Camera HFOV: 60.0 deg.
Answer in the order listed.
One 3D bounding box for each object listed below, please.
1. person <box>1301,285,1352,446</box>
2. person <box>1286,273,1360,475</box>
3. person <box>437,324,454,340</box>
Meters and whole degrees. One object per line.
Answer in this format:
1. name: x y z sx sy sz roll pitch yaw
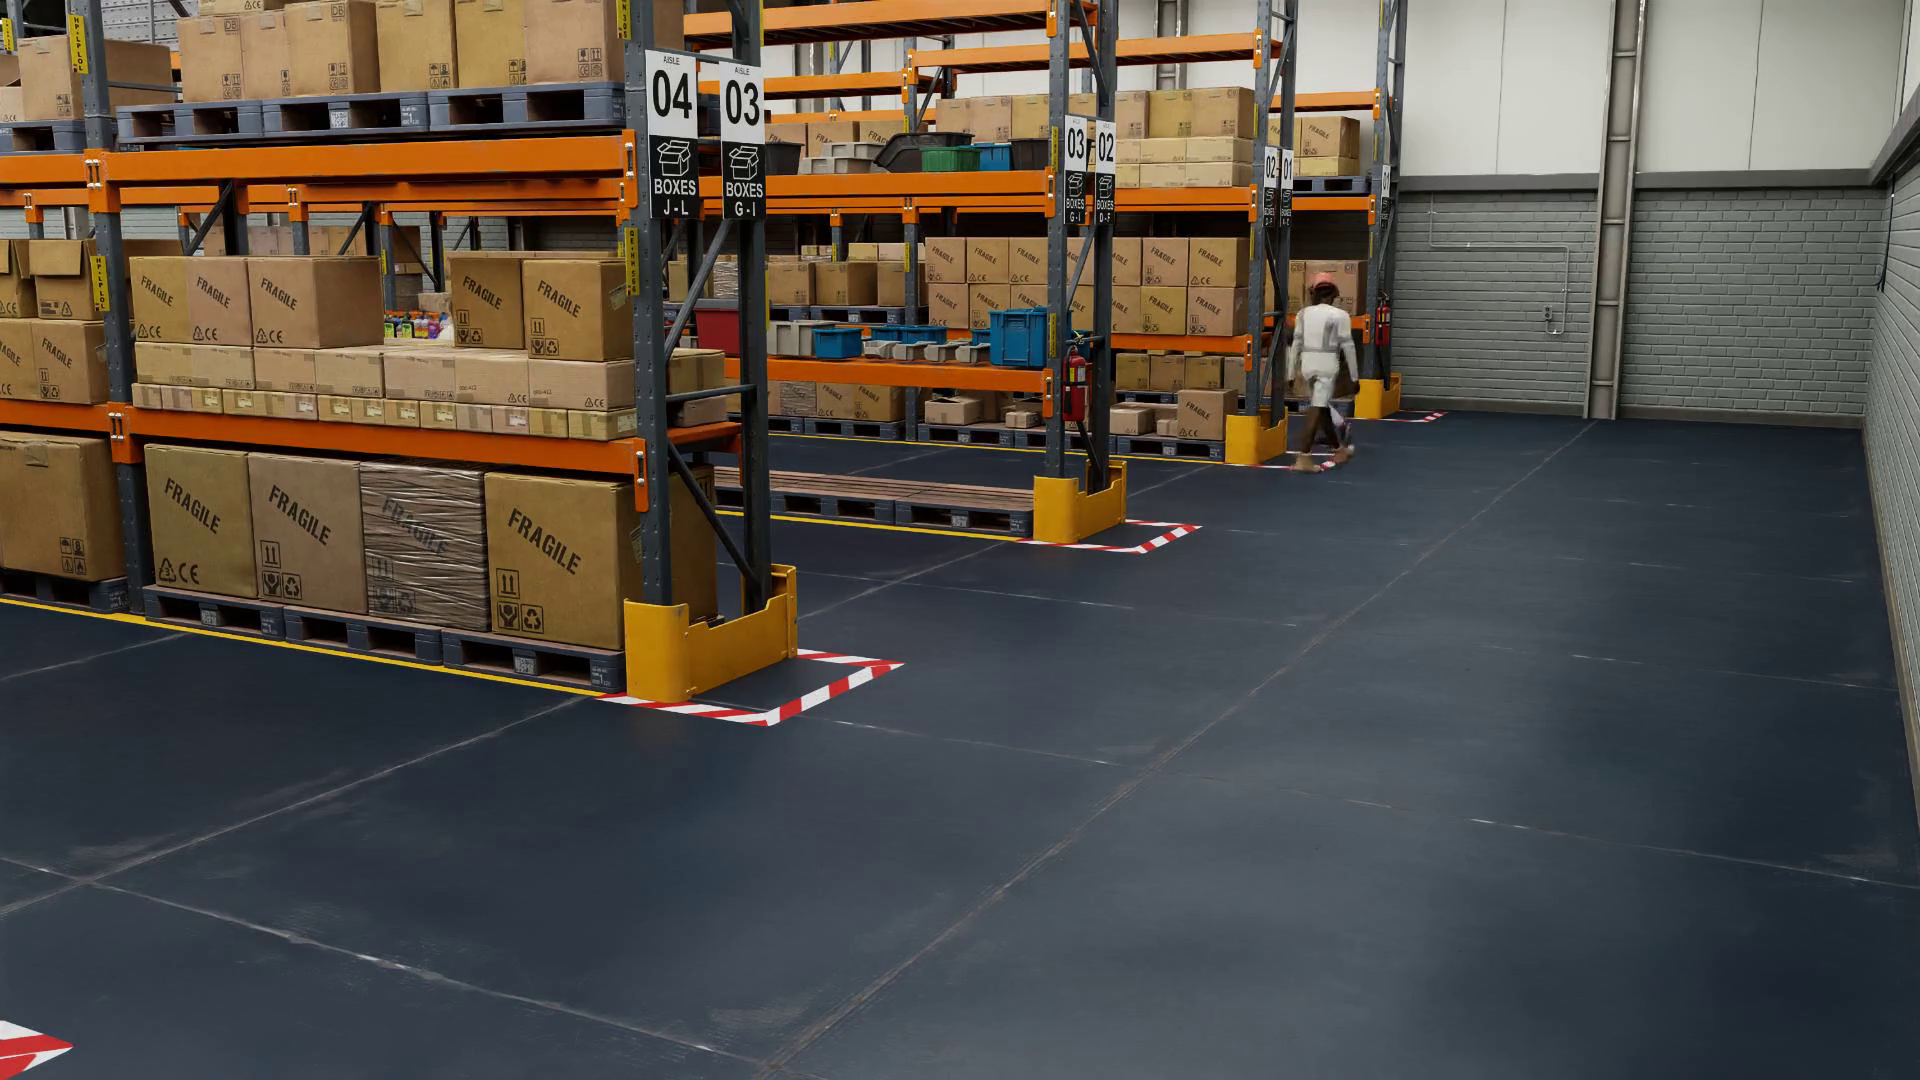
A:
1. person: 4.089 -1.916 18.357 0.557 1.839 0.697 -7 13 -34
2. person: 3.677 -1.664 16.592 1.081 1.963 0.663 -8 13 -36
3. person: -4.172 -1.122 13.880 1.000 1.901 0.629 4 11 23
